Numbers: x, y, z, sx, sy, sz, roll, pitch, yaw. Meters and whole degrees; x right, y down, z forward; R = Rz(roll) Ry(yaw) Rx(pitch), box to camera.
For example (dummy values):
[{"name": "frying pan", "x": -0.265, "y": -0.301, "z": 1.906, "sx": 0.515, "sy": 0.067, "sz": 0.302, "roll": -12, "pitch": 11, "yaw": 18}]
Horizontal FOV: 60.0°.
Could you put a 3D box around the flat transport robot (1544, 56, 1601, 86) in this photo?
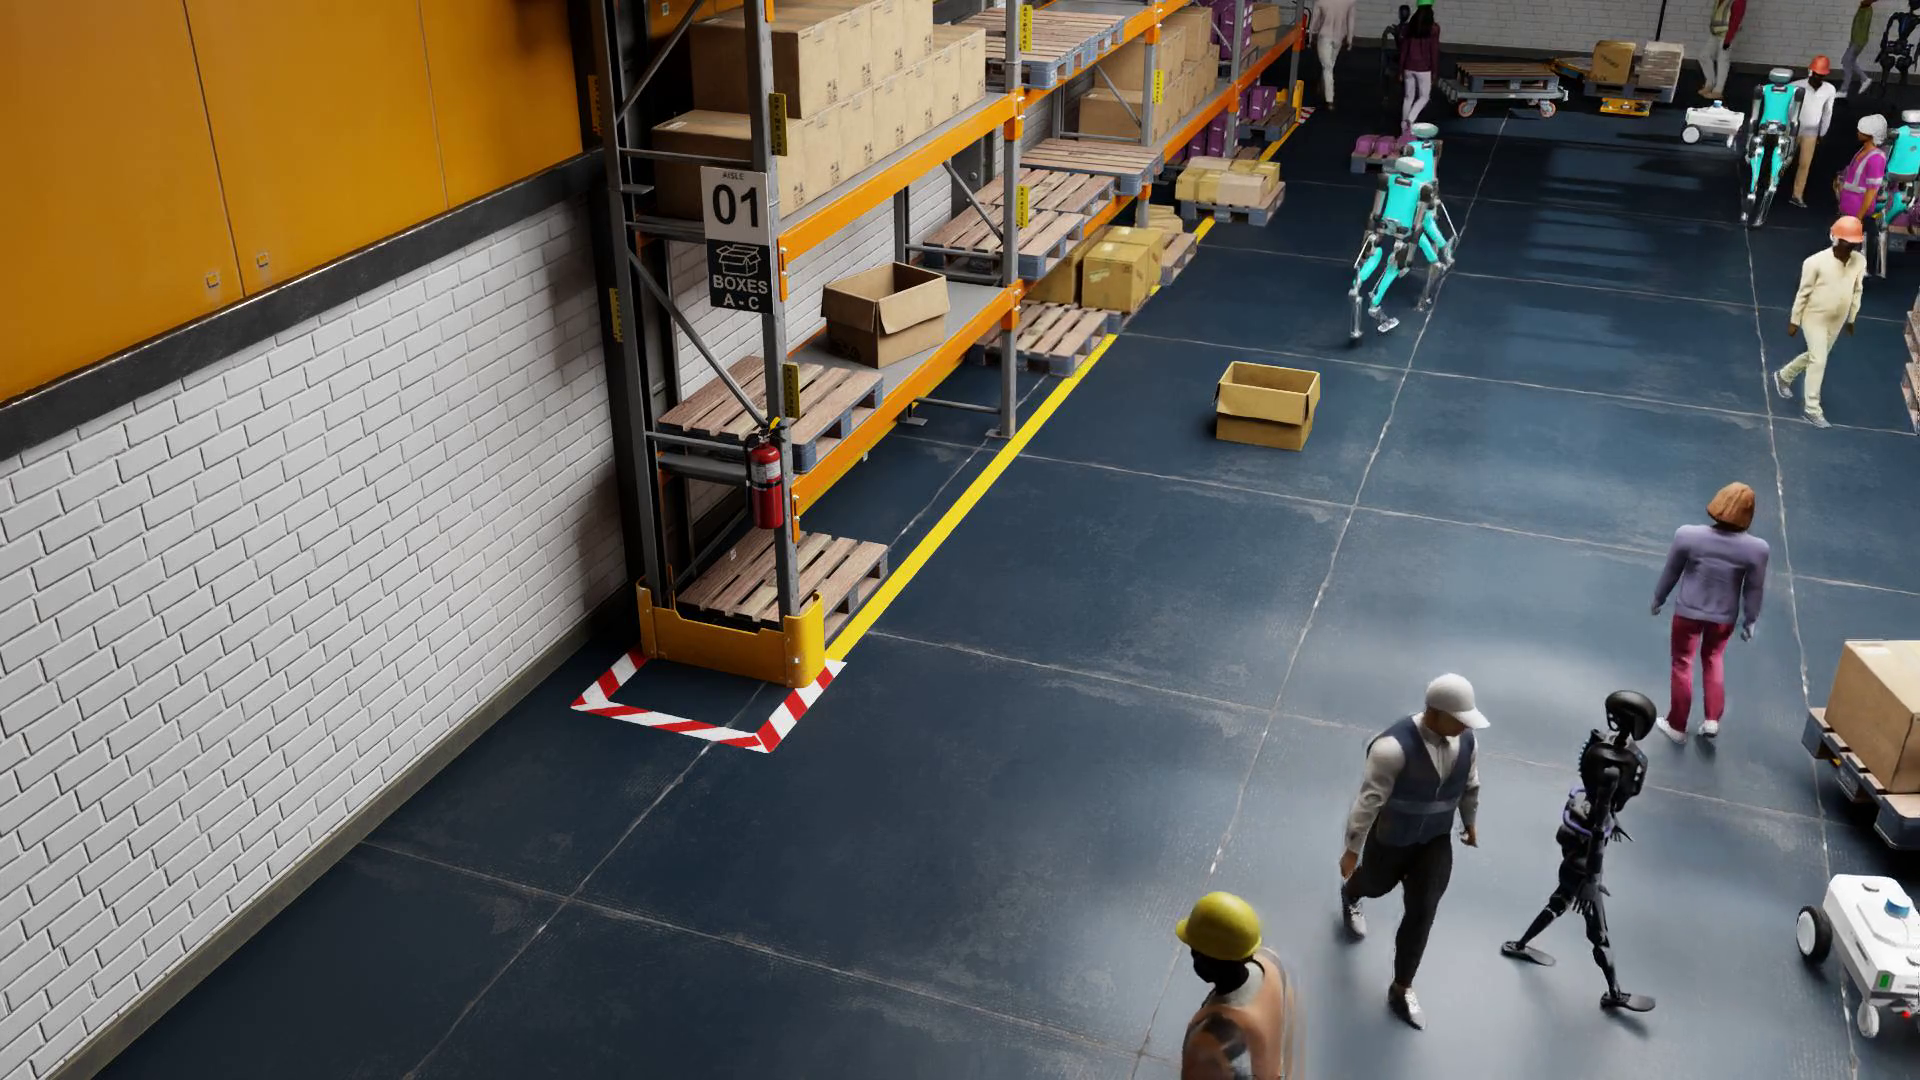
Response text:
[{"name": "flat transport robot", "x": 9.778, "y": -7.306, "z": 25.923, "sx": 0.659, "sy": 0.231, "sz": 1.431, "roll": -6, "pitch": 28, "yaw": -11}]

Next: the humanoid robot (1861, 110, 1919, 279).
[{"name": "humanoid robot", "x": 9.479, "y": -3.552, "z": 17.030, "sx": 0.539, "sy": 1.785, "sz": 0.665, "roll": 2, "pitch": 27, "yaw": 3}]

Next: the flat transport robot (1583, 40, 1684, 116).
[{"name": "flat transport robot", "x": 9.720, "y": -6.415, "z": 24.194, "sx": 0.659, "sy": 0.231, "sz": 1.431, "roll": 11, "pitch": 29, "yaw": 20}]

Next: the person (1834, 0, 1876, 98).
[{"name": "person", "x": 13.229, "y": -7.299, "z": 24.424, "sx": 0.475, "sy": 1.613, "sz": 0.529, "roll": 9, "pitch": 29, "yaw": 17}]

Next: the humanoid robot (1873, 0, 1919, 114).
[{"name": "humanoid robot", "x": 13.288, "y": -6.880, "z": 23.563, "sx": 0.436, "sy": 1.649, "sz": 0.591, "roll": -25, "pitch": 36, "yaw": -39}]

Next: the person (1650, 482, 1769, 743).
[{"name": "person", "x": 4.229, "y": 0.420, "z": 9.464, "sx": 0.519, "sy": 1.615, "sz": 0.343, "roll": 6, "pitch": 28, "yaw": 12}]

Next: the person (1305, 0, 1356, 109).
[{"name": "person", "x": 5.320, "y": -7.274, "z": 24.092, "sx": 0.654, "sy": 1.881, "sz": 1.002, "roll": -5, "pitch": 28, "yaw": -10}]

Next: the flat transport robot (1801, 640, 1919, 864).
[{"name": "flat transport robot", "x": 5.325, "y": 1.438, "z": 8.961, "sx": 0.659, "sy": 0.231, "sz": 1.431, "roll": -1, "pitch": 27, "yaw": -1}]

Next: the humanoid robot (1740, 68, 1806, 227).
[{"name": "humanoid robot", "x": 8.968, "y": -4.289, "z": 18.486, "sx": 0.547, "sy": 1.792, "sz": 0.855, "roll": 13, "pitch": 30, "yaw": 24}]

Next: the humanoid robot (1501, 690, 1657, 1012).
[{"name": "humanoid robot", "x": 2.942, "y": 1.375, "z": 7.586, "sx": 0.723, "sy": 1.632, "sz": 0.597, "roll": 13, "pitch": 30, "yaw": 24}]

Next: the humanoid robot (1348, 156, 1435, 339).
[{"name": "humanoid robot", "x": 3.842, "y": -2.559, "z": 15.114, "sx": 0.579, "sy": 1.741, "sz": 0.977, "roll": 20, "pitch": 33, "yaw": 33}]

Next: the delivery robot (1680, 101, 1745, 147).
[{"name": "delivery robot", "x": 10.051, "y": -5.570, "z": 22.239, "sx": 0.763, "sy": 0.591, "sz": 0.525, "roll": 13, "pitch": 30, "yaw": 24}]

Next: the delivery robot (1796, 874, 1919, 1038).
[{"name": "delivery robot", "x": 4.300, "y": 1.899, "z": 7.746, "sx": 0.499, "sy": 0.587, "sz": 0.789, "roll": 2, "pitch": 27, "yaw": 5}]

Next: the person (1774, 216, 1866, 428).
[{"name": "person", "x": 7.144, "y": -1.872, "z": 13.791, "sx": 0.567, "sy": 1.723, "sz": 0.801, "roll": -7, "pitch": 28, "yaw": -13}]

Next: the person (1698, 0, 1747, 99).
[{"name": "person", "x": 11.183, "y": -7.389, "z": 24.385, "sx": 0.464, "sy": 1.822, "sz": 0.648, "roll": -3, "pitch": 27, "yaw": -7}]

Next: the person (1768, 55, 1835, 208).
[{"name": "person", "x": 9.848, "y": -4.793, "z": 19.440, "sx": 0.587, "sy": 1.735, "sz": 0.474, "roll": 3, "pitch": 27, "yaw": 6}]

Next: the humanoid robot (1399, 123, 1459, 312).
[{"name": "humanoid robot", "x": 4.624, "y": -3.102, "z": 16.198, "sx": 0.553, "sy": 1.804, "sz": 0.803, "roll": -23, "pitch": 35, "yaw": -37}]

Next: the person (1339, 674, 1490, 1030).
[{"name": "person", "x": 2.026, "y": 1.305, "z": 7.637, "sx": 0.739, "sy": 1.718, "sz": 0.842, "roll": -5, "pitch": 28, "yaw": -10}]

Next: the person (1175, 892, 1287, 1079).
[{"name": "person", "x": 0.830, "y": 2.033, "z": 6.021, "sx": 0.809, "sy": 1.897, "sz": 0.618, "roll": 15, "pitch": 31, "yaw": 27}]

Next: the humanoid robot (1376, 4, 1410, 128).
[{"name": "humanoid robot", "x": 6.027, "y": -6.500, "z": 22.824, "sx": 0.589, "sy": 1.651, "sz": 0.328, "roll": 0, "pitch": 27, "yaw": 1}]

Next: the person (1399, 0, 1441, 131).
[{"name": "person", "x": 6.064, "y": -6.255, "z": 22.075, "sx": 0.526, "sy": 1.922, "sz": 0.573, "roll": 17, "pitch": 32, "yaw": 30}]

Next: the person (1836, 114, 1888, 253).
[{"name": "person", "x": 8.788, "y": -3.256, "z": 16.343, "sx": 0.340, "sy": 1.848, "sz": 0.512, "roll": 6, "pitch": 28, "yaw": 11}]

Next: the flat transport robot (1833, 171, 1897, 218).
[{"name": "flat transport robot", "x": 10.716, "y": -4.054, "z": 19.615, "sx": 0.659, "sy": 0.231, "sz": 1.431, "roll": 10, "pitch": 29, "yaw": 19}]
